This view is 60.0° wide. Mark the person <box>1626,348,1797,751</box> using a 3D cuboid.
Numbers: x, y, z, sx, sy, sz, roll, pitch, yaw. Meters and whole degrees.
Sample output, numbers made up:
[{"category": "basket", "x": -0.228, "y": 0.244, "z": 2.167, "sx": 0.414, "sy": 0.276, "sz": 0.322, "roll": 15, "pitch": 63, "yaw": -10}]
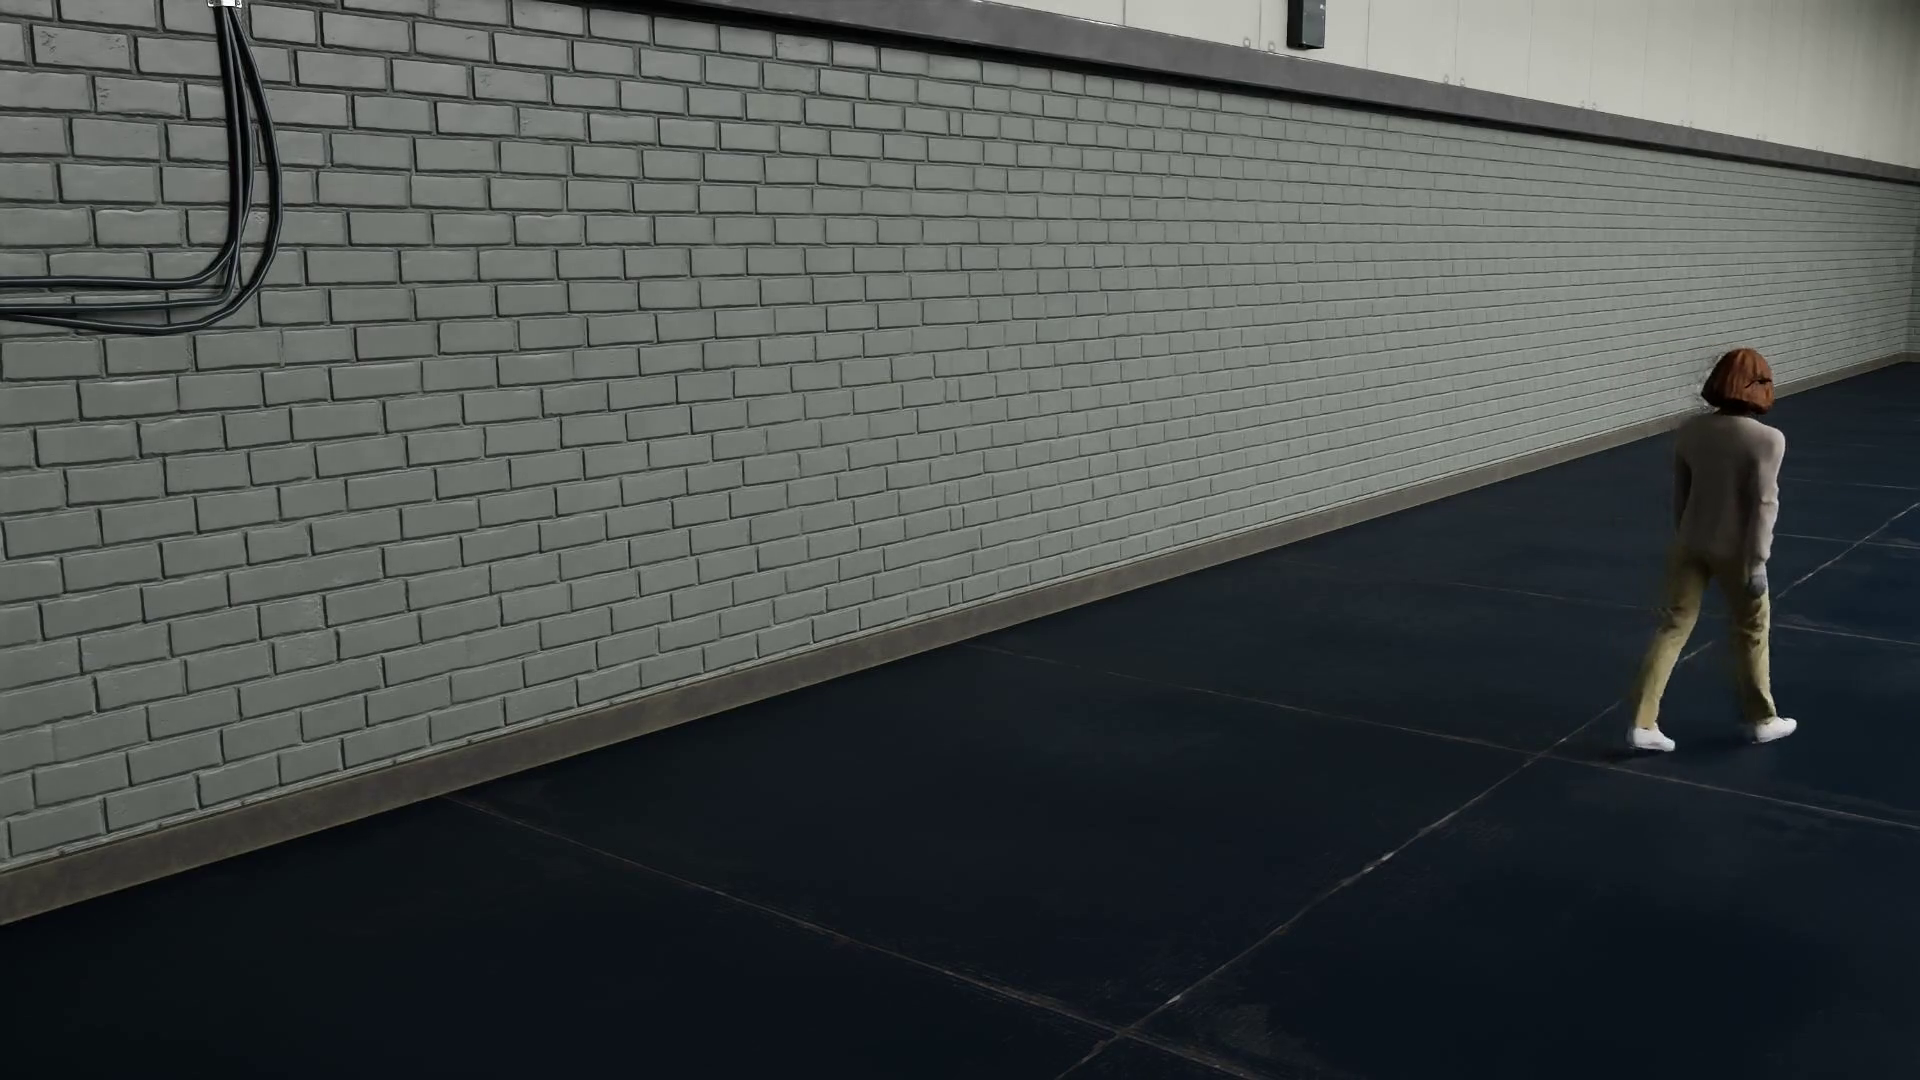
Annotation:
[{"category": "person", "x": 2.974, "y": 0.044, "z": 6.517, "sx": 0.850, "sy": 1.587, "sz": 0.514, "roll": -5, "pitch": 11, "yaw": -27}]
